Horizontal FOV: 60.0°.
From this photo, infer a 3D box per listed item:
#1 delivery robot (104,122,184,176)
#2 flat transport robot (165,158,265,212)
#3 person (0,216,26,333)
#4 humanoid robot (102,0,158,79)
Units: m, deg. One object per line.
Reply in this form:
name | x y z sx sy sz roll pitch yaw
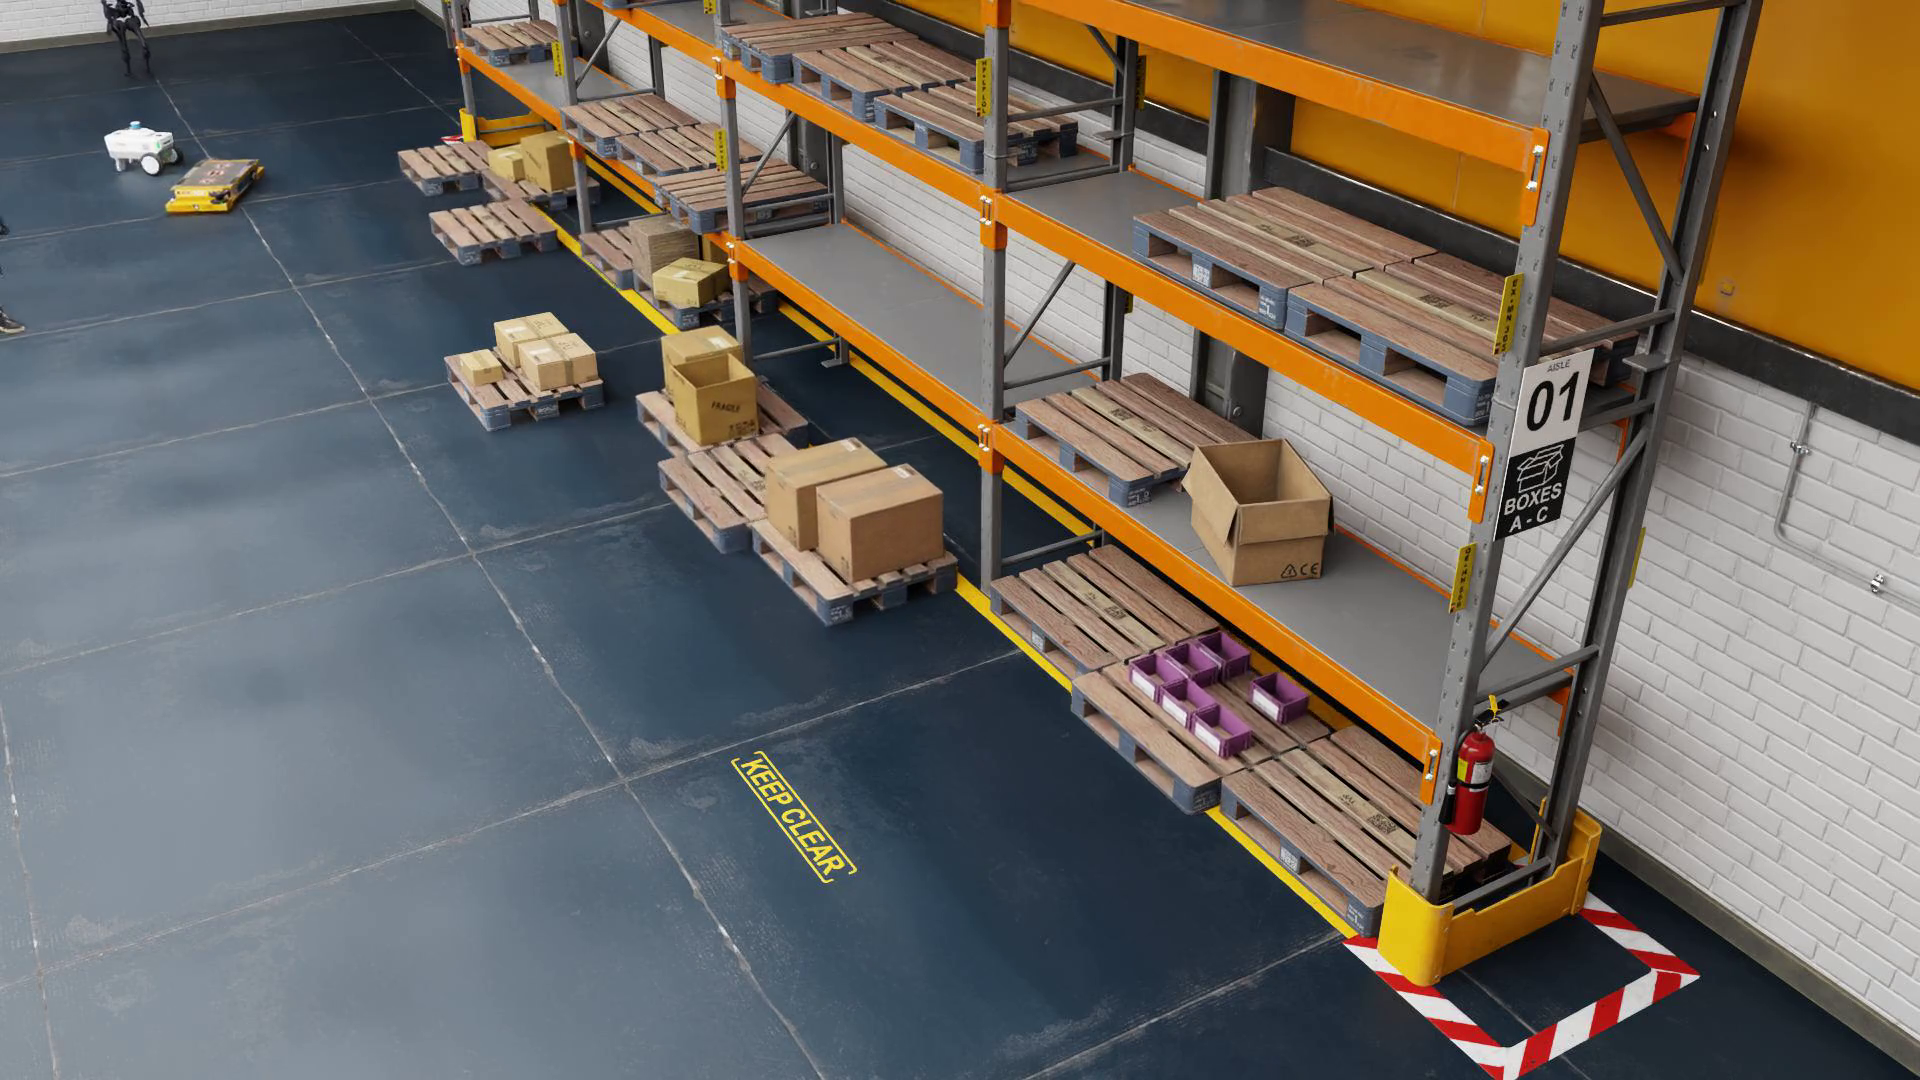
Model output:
delivery robot | -9.531 -4.573 19.426 0.778 0.606 0.515 4 30 7
flat transport robot | -8.359 -3.994 18.684 0.659 0.231 1.431 -2 30 -4
person | -8.786 -2.801 14.877 0.672 1.940 0.620 -3 30 -5
humanoid robot | -11.509 -7.196 22.915 0.491 1.636 0.589 20 35 31
